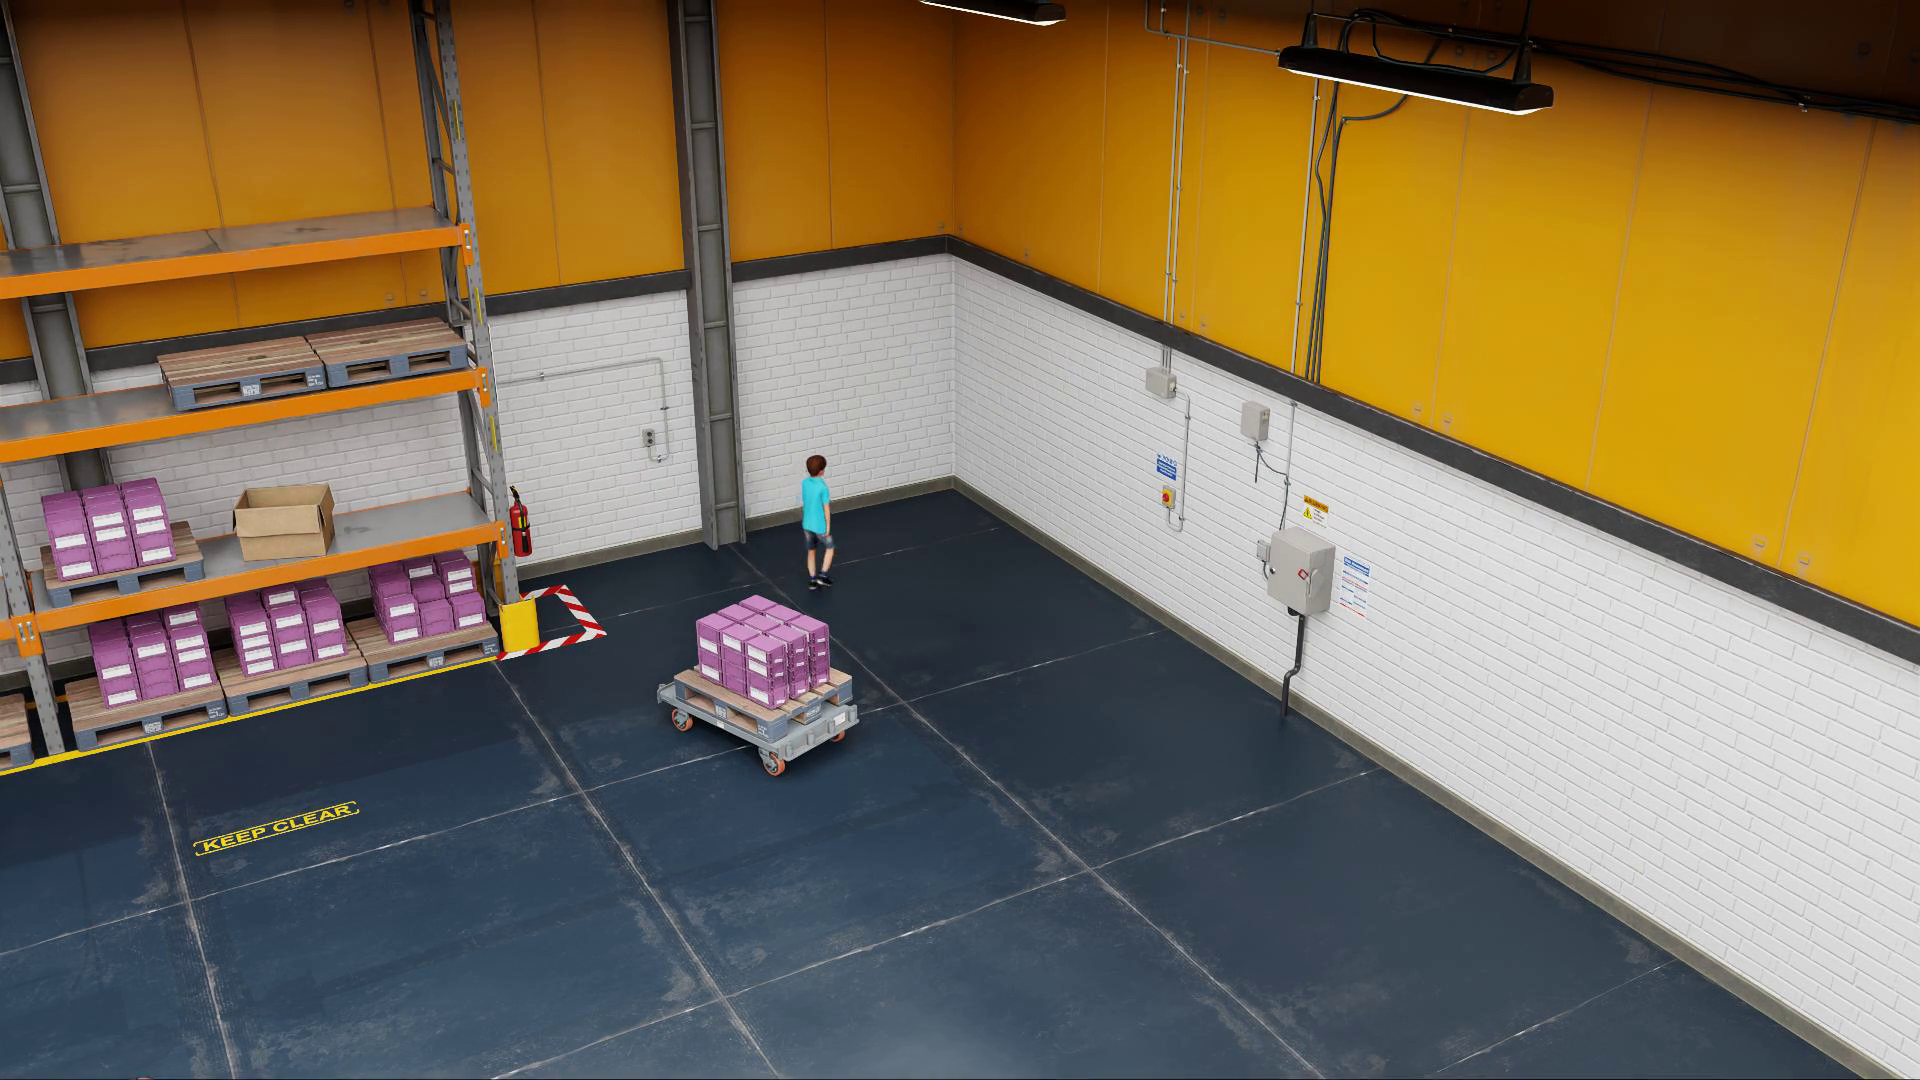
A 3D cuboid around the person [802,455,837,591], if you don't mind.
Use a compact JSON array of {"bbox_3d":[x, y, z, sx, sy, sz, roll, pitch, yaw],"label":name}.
[{"bbox_3d":[-1.507,-0.159,16.958,0.623,1.439,0.671,13,27,28],"label":"person"}]
